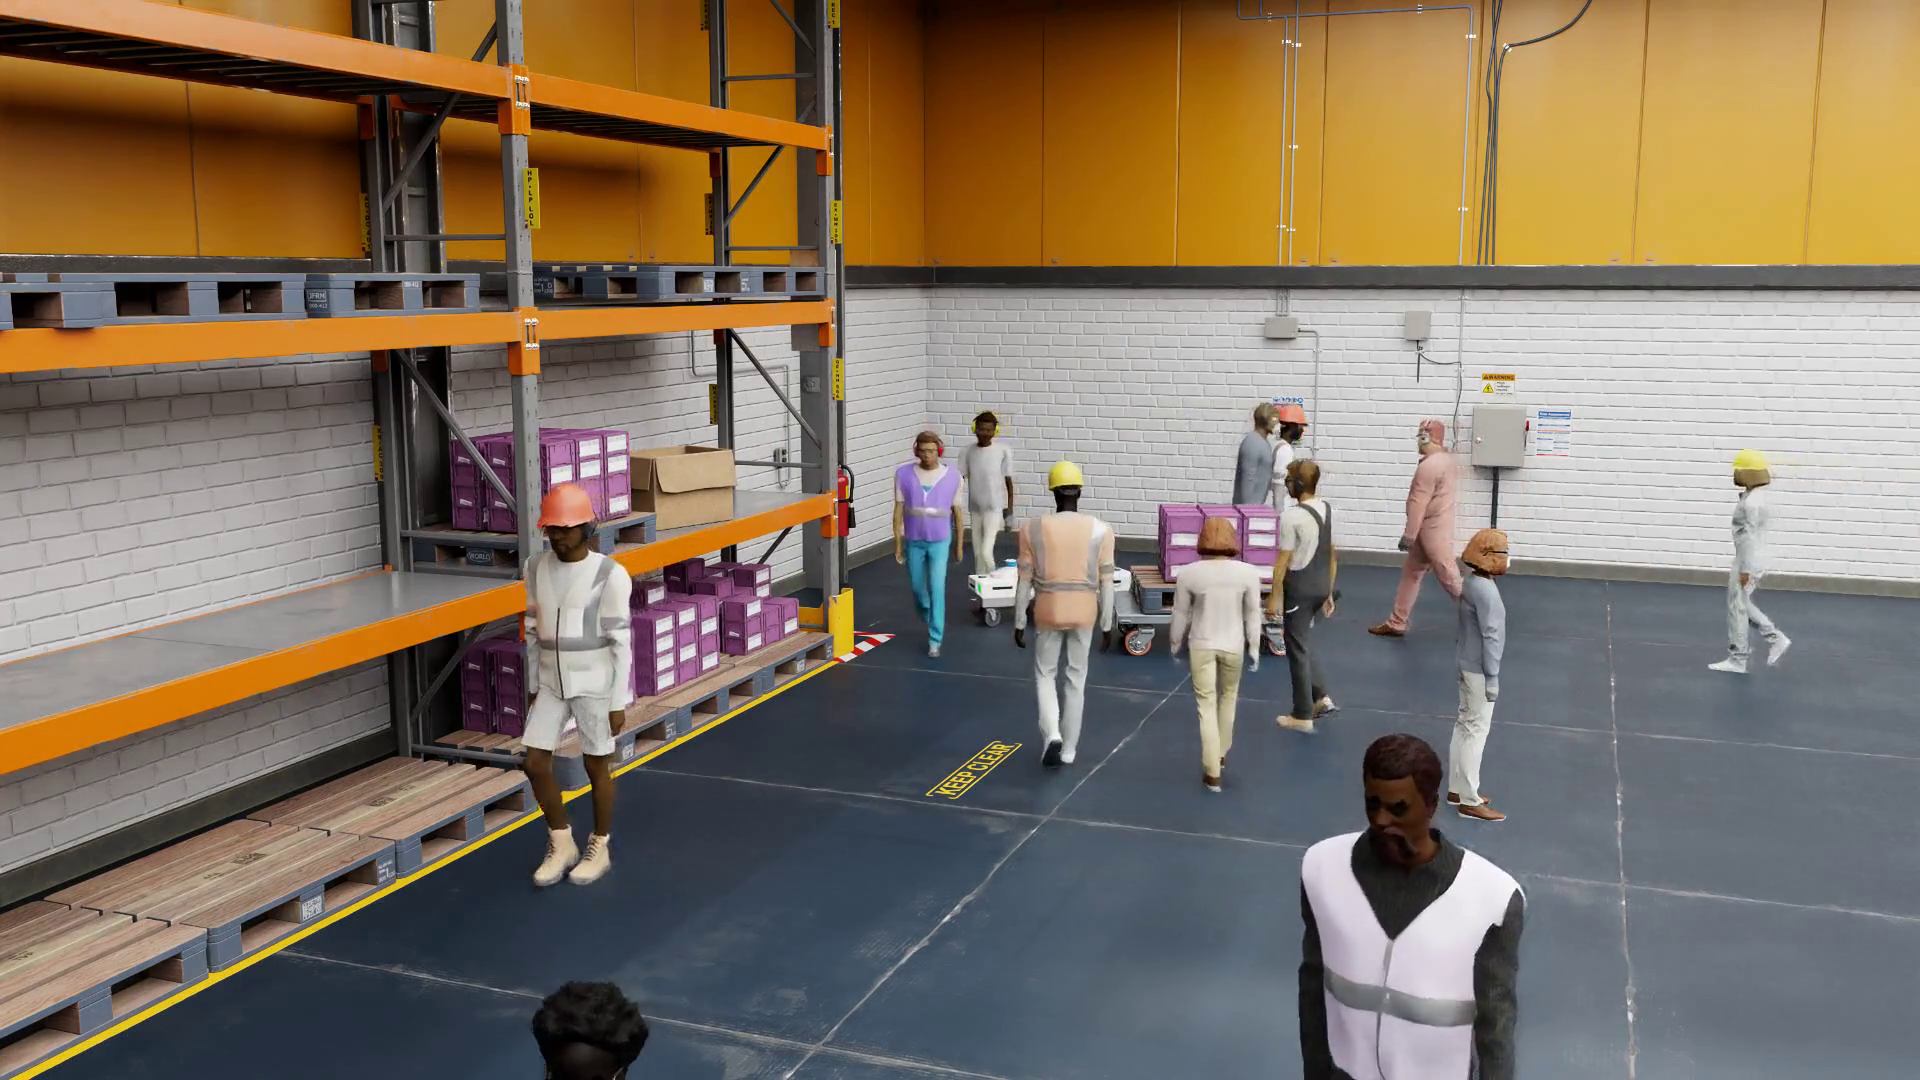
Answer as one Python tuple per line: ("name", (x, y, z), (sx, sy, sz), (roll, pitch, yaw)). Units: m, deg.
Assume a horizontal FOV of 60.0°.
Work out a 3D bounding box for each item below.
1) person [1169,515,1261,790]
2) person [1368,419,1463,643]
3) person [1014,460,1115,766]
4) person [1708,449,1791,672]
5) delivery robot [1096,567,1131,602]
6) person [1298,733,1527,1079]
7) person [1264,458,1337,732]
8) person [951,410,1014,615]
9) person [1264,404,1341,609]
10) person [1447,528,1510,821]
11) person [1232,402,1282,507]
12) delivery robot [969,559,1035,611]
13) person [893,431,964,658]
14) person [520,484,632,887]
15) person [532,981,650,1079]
("person", (1.520, 0.645, 10.011), (0.522, 1.600, 0.752), (0, 9, 0))
("person", (3.953, -0.069, 13.760), (0.998, 1.857, 0.629), (4, 10, 23))
("person", (0.641, 0.475, 10.150), (0.607, 1.906, 0.563), (0, 9, 1))
("person", (6.031, 0.167, 12.639), (0.457, 1.728, 0.503), (6, 11, 31))
("delivery robot", (1.153, 0.383, 14.669), (0.707, 0.478, 0.477), (-4, 10, -24))
("person", (1.080, 1.435, 4.204), (0.595, 1.889, 0.851), (5, 10, 29))
("person", (2.263, 0.369, 11.078), (0.410, 1.830, 0.524), (8, 12, 43))
("person", (0.161, -0.227, 14.749), (0.560, 1.844, 0.547), (4, 10, 26))
("person", (2.937, -0.271, 14.888), (0.998, 1.881, 0.560), (-1, 9, -5))
("person", (2.924, 0.741, 9.336), (0.266, 1.632, 0.509), (0, 9, 3))
("person", (2.646, -0.264, 14.761), (0.564, 1.914, 0.641), (2, 9, 12))
("delivery robot", (0.442, 0.412, 14.489), (0.707, 0.478, 0.477), (-2, 9, -14))
("person", (-0.251, -0.003, 13.476), (0.576, 1.812, 0.798), (1, 9, 7))
("person", (-1.915, 0.732, 8.164), (0.655, 2.021, 0.598), (3, 10, 20))
("person", (-0.704, 1.670, 3.293), (0.573, 1.700, 0.317), (1, 9, 4))
